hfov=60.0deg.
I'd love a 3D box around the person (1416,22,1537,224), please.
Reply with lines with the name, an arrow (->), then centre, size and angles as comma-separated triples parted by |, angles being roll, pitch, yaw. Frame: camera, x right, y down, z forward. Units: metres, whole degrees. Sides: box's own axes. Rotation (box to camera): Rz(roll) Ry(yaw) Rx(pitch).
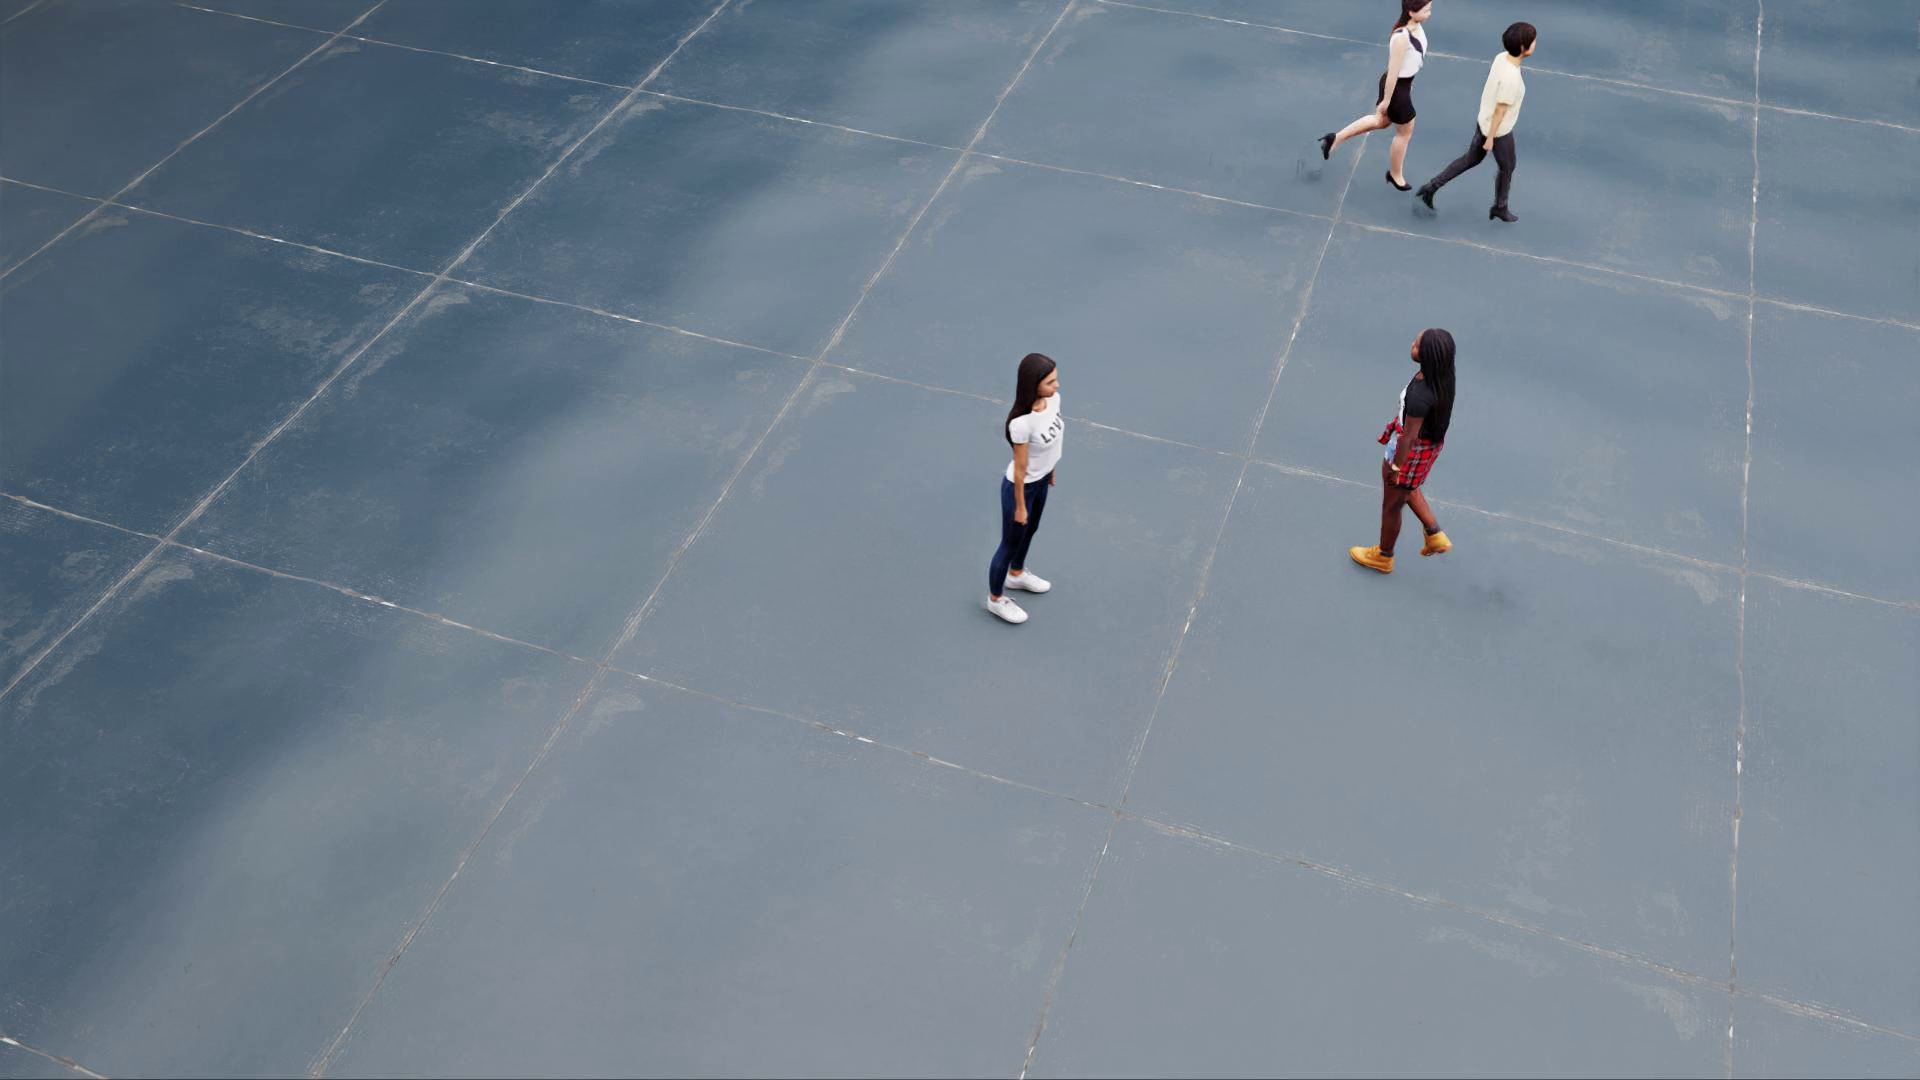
person -> 3.827, -3.012, 12.159 | 1.089, 1.554, 0.815 | 0, 43, 0

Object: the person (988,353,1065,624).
person -> 0.346, -0.288, 9.085 | 0.596, 1.768, 0.624 | 21, 47, 21

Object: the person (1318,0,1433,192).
person -> 3.189, -3.365, 12.488 | 0.987, 1.620, 0.578 | 12, 44, 13

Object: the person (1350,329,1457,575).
person -> 2.606, -0.447, 9.291 | 0.847, 1.718, 0.708 | 24, 48, 24
